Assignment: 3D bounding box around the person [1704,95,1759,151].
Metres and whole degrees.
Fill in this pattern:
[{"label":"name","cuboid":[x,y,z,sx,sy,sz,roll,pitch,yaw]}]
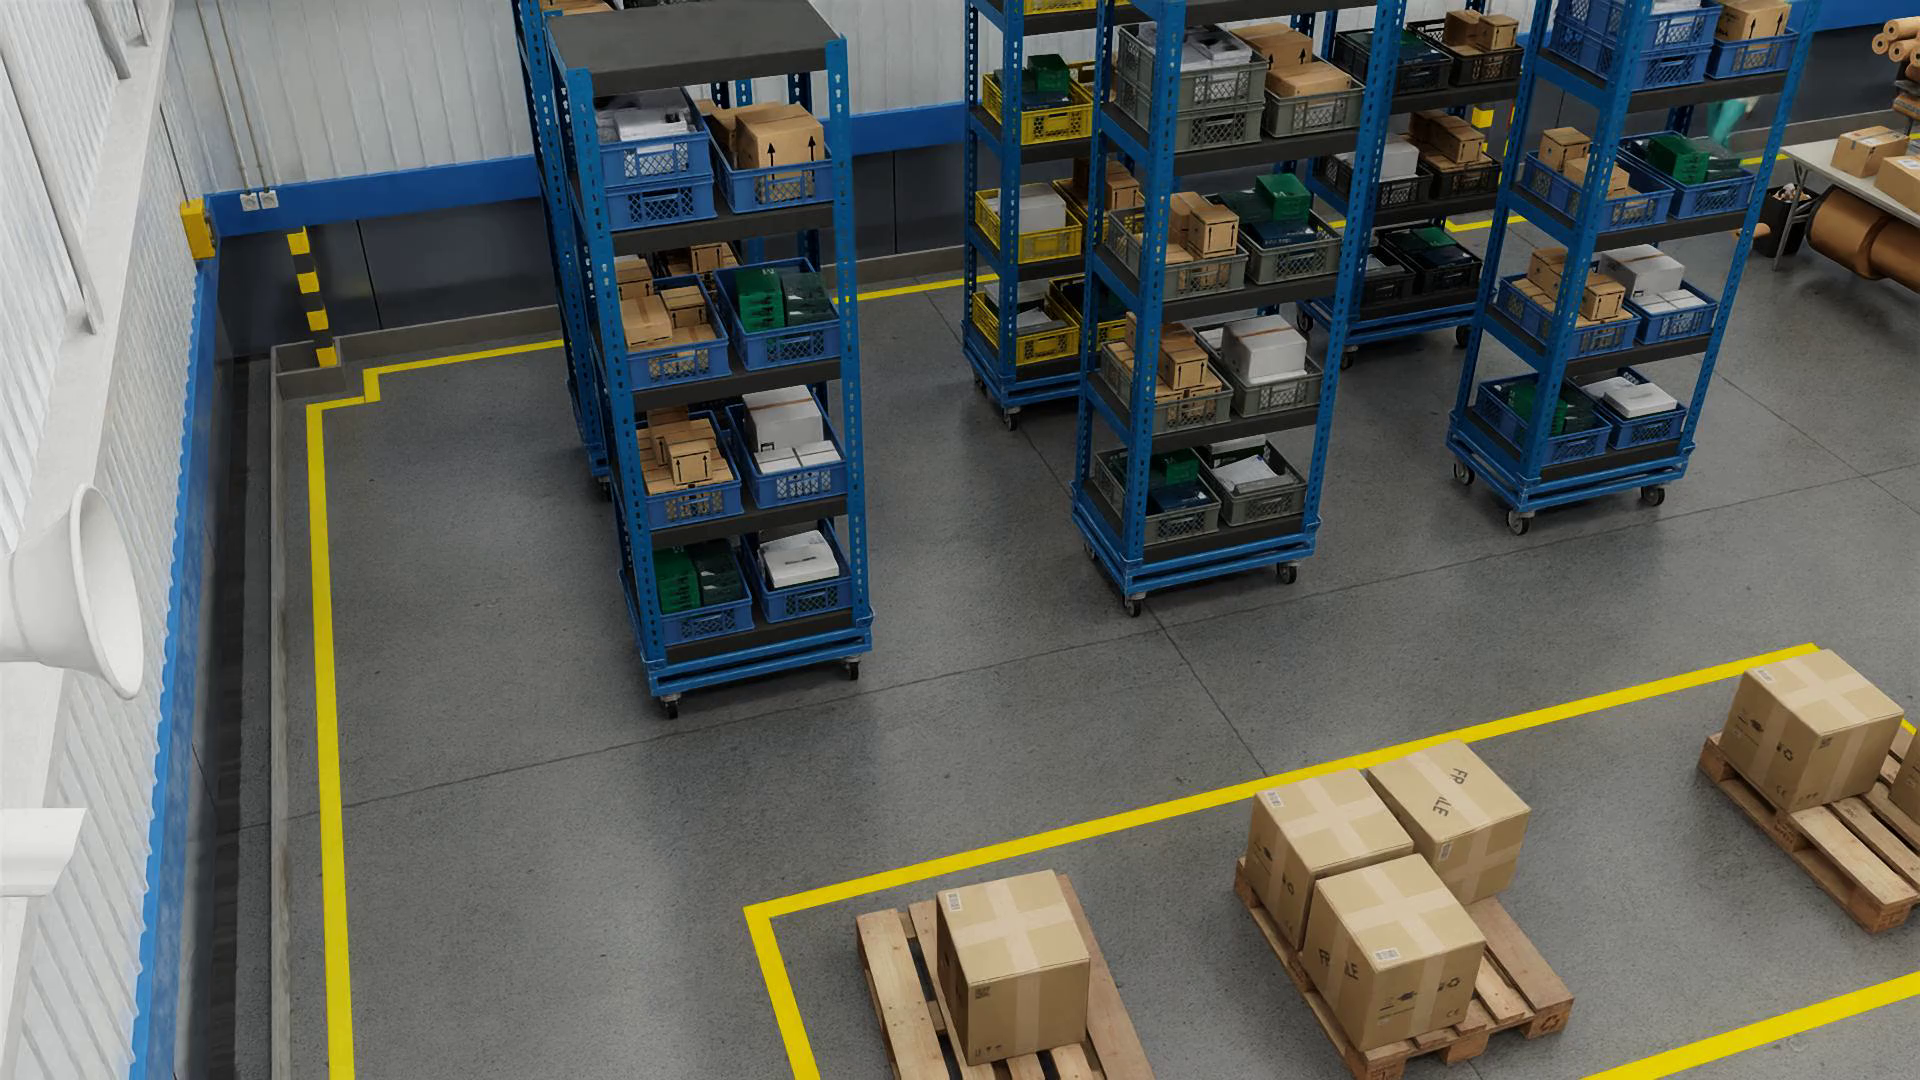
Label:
[{"label":"person","cuboid":[6.565,-3.789,14.153,0.639,1.756,0.538,-17,38,-22]}]
